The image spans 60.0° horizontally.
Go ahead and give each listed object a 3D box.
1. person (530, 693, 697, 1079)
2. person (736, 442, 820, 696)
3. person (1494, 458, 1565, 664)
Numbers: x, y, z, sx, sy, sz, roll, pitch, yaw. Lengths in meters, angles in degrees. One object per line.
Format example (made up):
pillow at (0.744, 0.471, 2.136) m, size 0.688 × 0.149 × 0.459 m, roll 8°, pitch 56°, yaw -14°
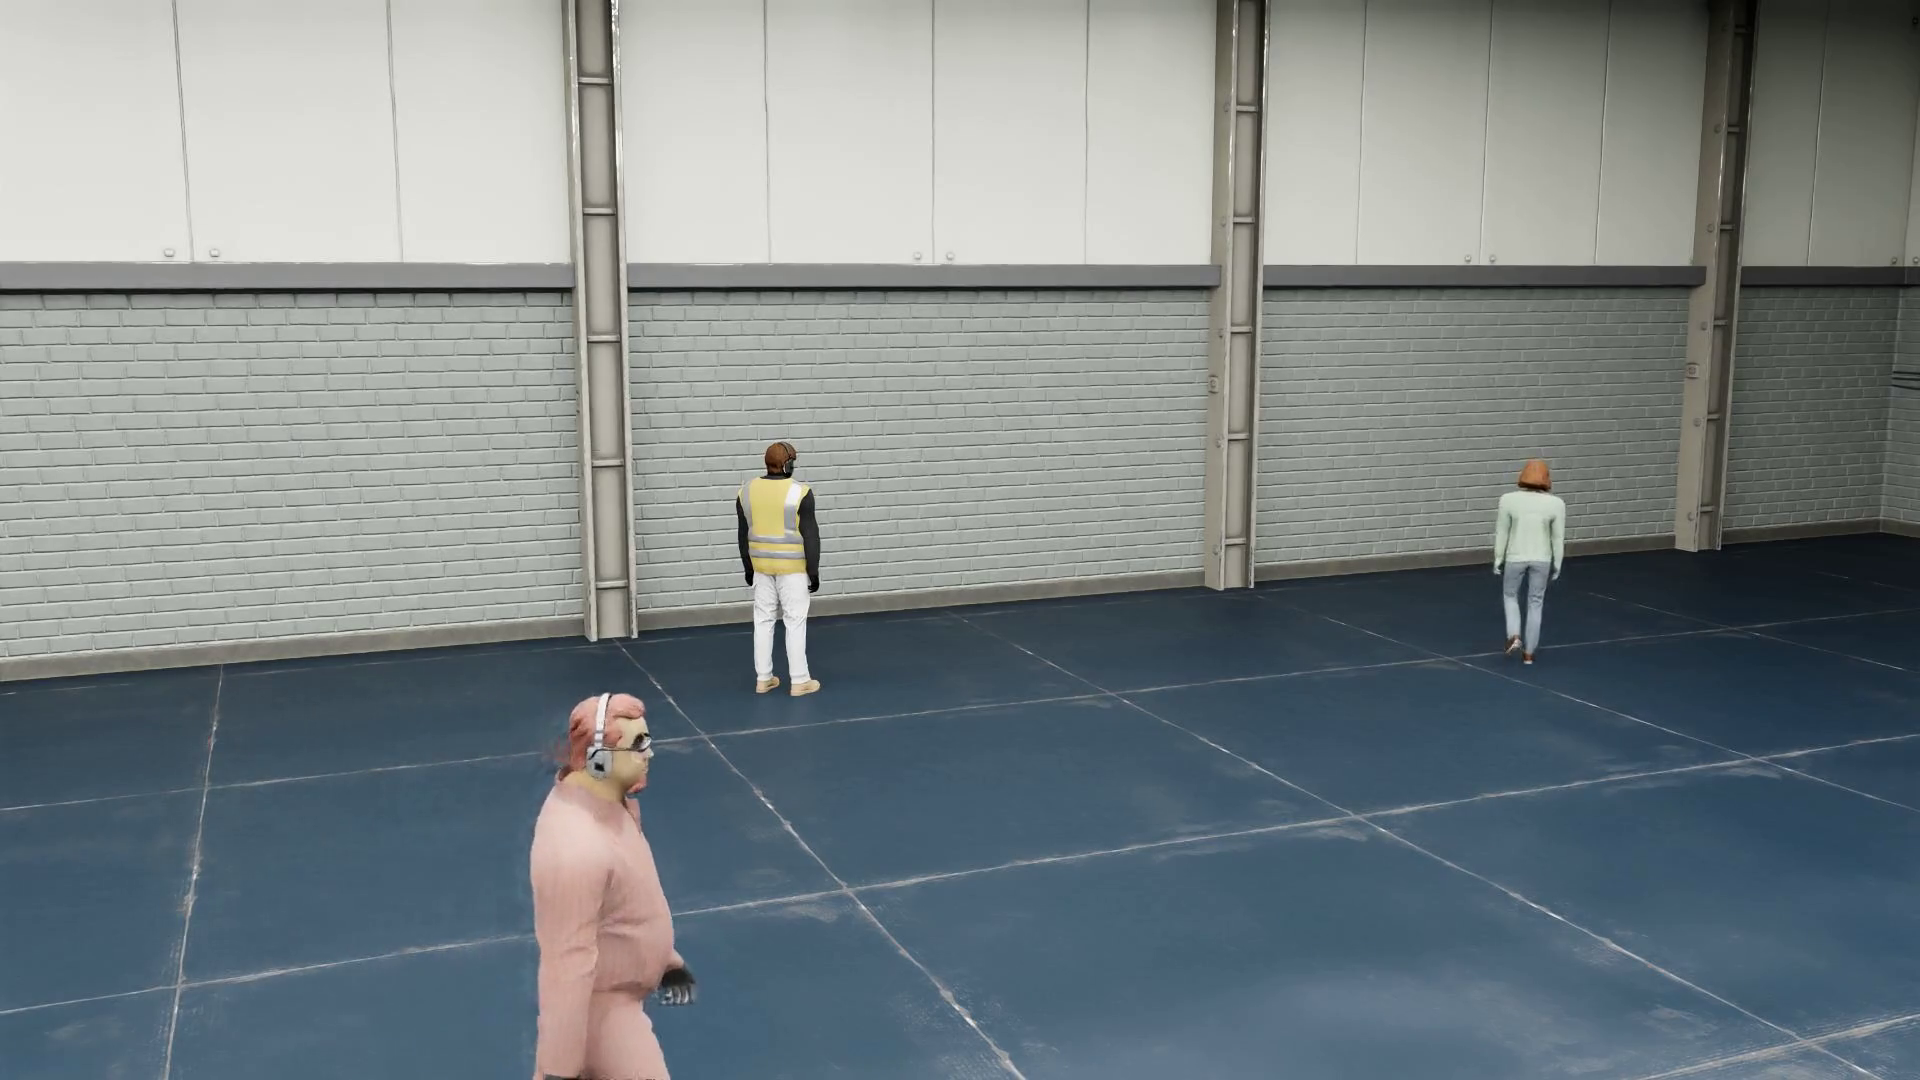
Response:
person at (-0.986, 1.346, 4.860) m, size 0.979 × 1.853 × 0.641 m, roll -2°, pitch 9°, yaw -13°
person at (-1.287, 0.207, 12.039) m, size 0.635 × 1.842 × 0.429 m, roll 4°, pitch 10°, yaw 22°
person at (4.448, 0.164, 13.006) m, size 0.516 × 1.620 × 0.339 m, roll 3°, pitch 9°, yaw 17°
